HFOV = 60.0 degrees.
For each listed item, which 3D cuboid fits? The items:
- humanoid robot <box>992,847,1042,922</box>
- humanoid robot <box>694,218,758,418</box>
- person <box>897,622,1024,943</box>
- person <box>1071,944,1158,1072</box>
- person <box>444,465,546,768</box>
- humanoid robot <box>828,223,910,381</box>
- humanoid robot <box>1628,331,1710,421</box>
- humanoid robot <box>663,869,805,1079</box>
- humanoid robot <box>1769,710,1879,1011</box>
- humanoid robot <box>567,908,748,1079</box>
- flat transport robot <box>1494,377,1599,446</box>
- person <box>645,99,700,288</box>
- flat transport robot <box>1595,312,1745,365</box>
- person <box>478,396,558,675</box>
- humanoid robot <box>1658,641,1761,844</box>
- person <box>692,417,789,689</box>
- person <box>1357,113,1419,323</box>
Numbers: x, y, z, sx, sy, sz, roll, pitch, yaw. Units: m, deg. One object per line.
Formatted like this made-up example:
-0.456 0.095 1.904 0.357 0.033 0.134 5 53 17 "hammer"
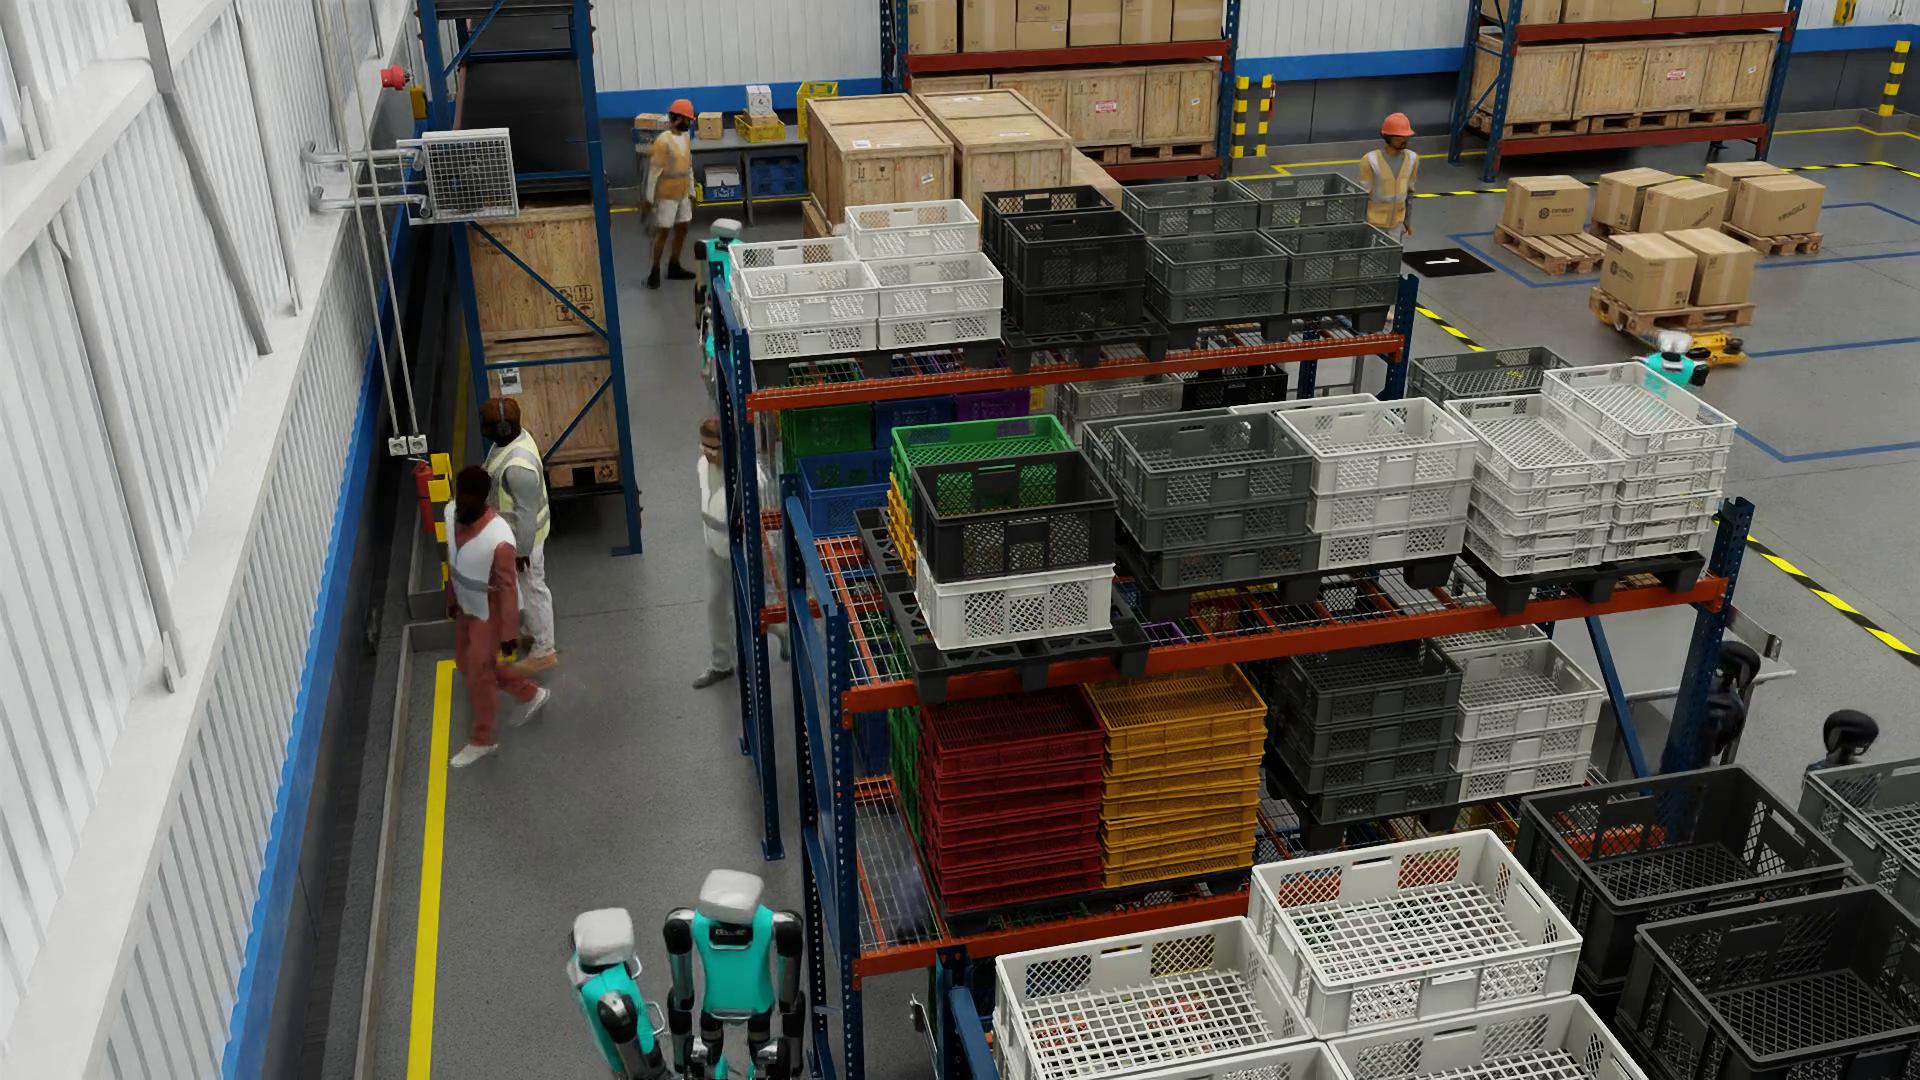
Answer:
0.253 1.200 8.272 0.393 1.641 0.587 10 29 18 "humanoid robot"
-1.953 -1.734 13.789 0.560 1.746 1.045 1 28 2 "humanoid robot"
0.025 1.165 8.290 0.925 1.712 0.572 -12 30 -21 "person"
0.551 2.211 6.141 0.337 1.867 0.532 -6 28 -12 "person"
-2.745 0.411 9.530 0.566 1.896 0.611 -22 35 -35 "person"
-0.685 -1.741 13.835 0.781 1.832 0.566 -7 29 -13 "humanoid robot"
4.850 -0.729 11.851 0.540 1.769 0.779 4 28 7 "humanoid robot"
-0.865 2.162 6.415 0.543 1.841 0.657 0 28 0 "humanoid robot"
3.917 1.491 7.701 0.399 1.650 0.612 9 29 17 "humanoid robot"
-1.035 2.079 6.523 0.867 1.772 0.597 -12 30 -22 "humanoid robot"
4.780 -1.036 14.013 0.659 0.231 1.431 -6 28 -12 "flat transport robot"
-2.960 -3.540 17.028 0.480 1.886 0.680 15 31 26 "person"
6.751 -2.016 15.841 0.652 0.197 1.431 -6 28 -12 "flat transport robot"
-2.782 -0.039 10.434 0.429 1.844 0.624 -10 30 -19 "person"
3.604 1.220 8.233 0.352 1.648 0.596 13 30 23 "humanoid robot"
-1.367 0.066 10.255 0.648 1.824 0.573 -24 36 -37 "person"
4.080 -3.071 15.969 0.613 2.045 0.366 -8 29 -14 "person"
